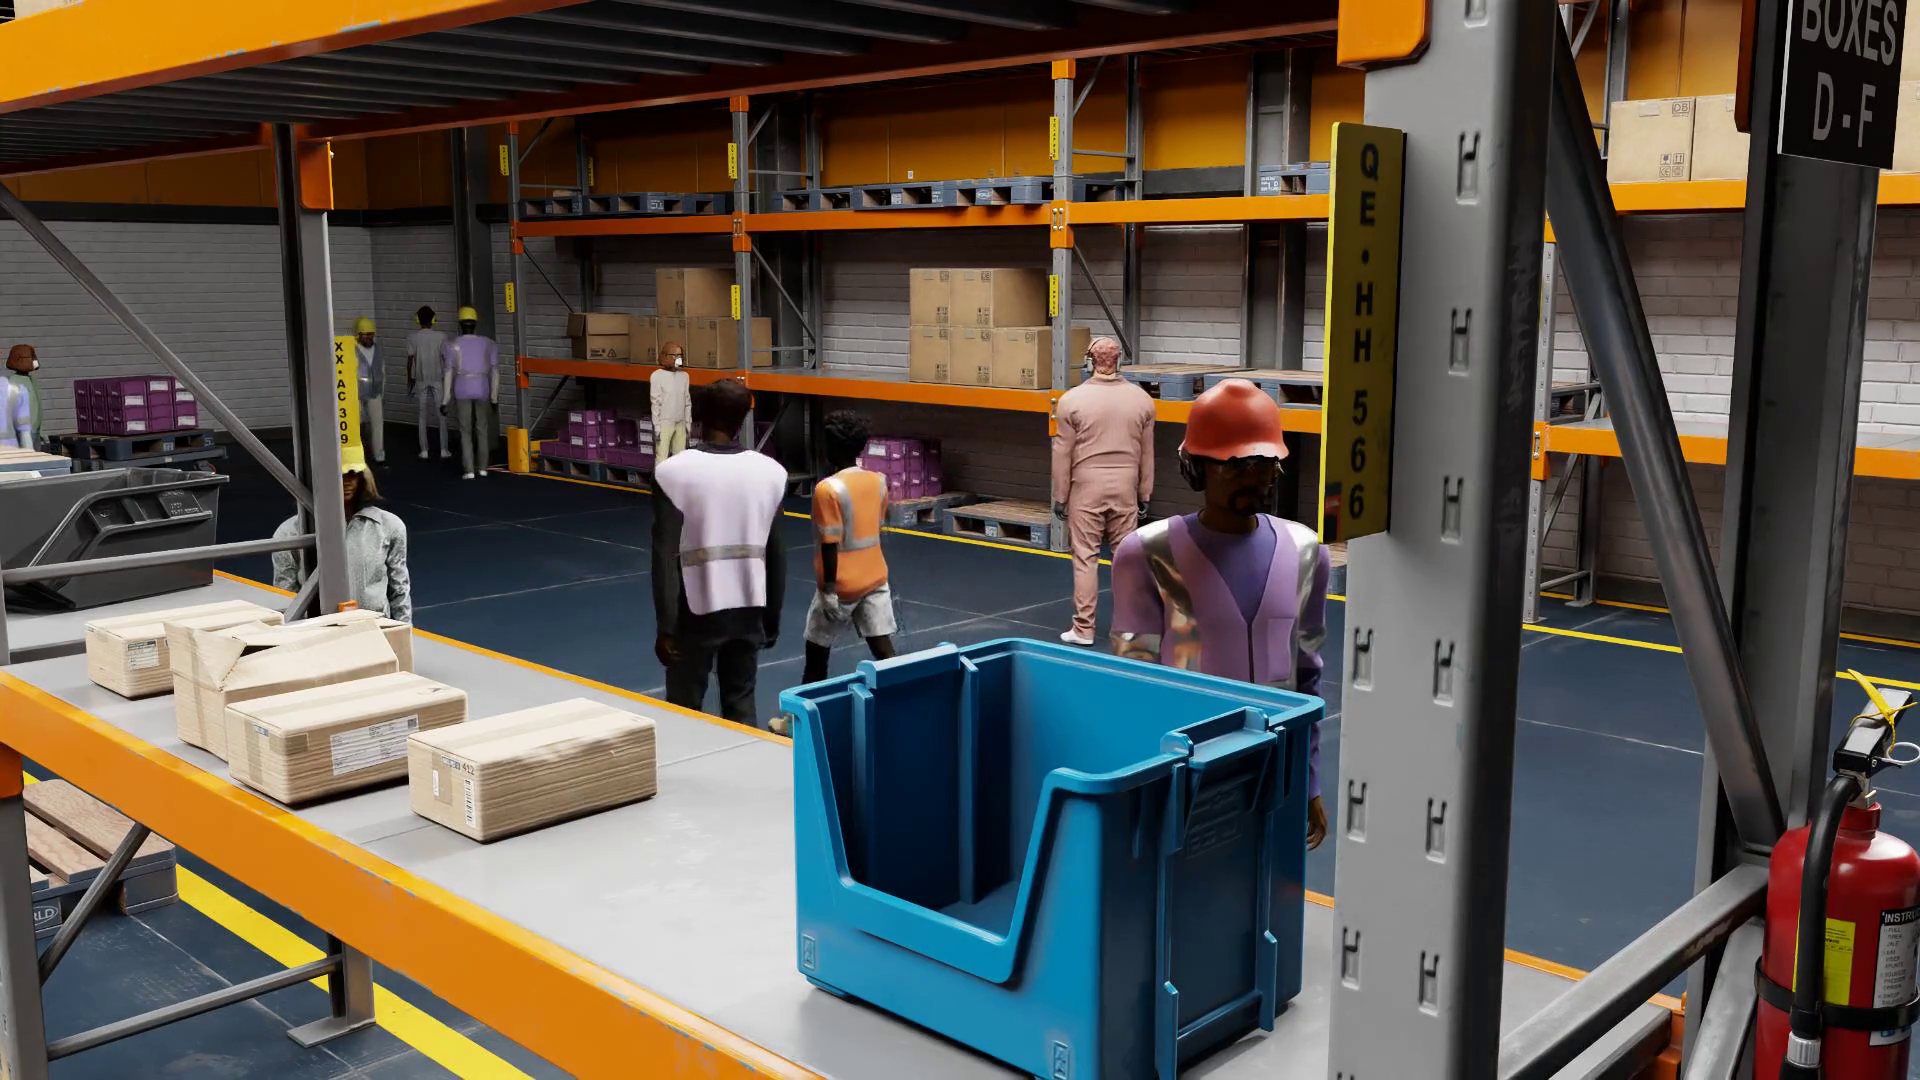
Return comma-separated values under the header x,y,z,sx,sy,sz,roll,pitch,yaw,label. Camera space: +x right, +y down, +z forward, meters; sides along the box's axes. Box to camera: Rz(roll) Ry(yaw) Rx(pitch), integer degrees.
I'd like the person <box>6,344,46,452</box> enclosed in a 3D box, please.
x,y,z,sx,sy,sz,roll,pitch,yaw,label
-8.450,-0.955,15.105,0.280,1.636,0.500,-2,9,-11,person

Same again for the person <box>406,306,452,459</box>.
x,y,z,sx,sy,sz,roll,pitch,yaw,label
-6.498,-1.926,20.350,0.534,1.868,0.309,-3,10,-17,person

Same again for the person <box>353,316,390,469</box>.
x,y,z,sx,sy,sz,roll,pitch,yaw,label
-6.994,-1.719,19.354,0.834,1.788,0.616,8,12,39,person

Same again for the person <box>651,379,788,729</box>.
x,y,z,sx,sy,sz,roll,pitch,yaw,label
-0.959,0.294,6.718,0.629,1.873,0.448,-6,11,-32,person

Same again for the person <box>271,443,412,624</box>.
x,y,z,sx,sy,sz,roll,pitch,yaw,label
-2.268,0.450,6.176,0.487,1.741,0.315,-6,11,-32,person

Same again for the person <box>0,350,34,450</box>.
x,y,z,sx,sy,sz,roll,pitch,yaw,label
-6.698,-0.508,11.496,0.561,1.916,0.581,-7,12,-38,person

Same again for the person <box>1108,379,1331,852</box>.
x,y,z,sx,sy,sz,roll,pitch,yaw,label
0.679,0.610,4.266,0.606,2.044,0.373,-3,10,-19,person

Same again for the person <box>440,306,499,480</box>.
x,y,z,sx,sy,sz,roll,pitch,yaw,label
-5.427,-1.626,18.386,0.616,1.919,0.474,-5,10,-28,person

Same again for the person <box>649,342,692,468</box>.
x,y,z,sx,sy,sz,roll,pitch,yaw,label
-2.755,-1.077,15.890,0.276,1.629,0.498,7,12,37,person

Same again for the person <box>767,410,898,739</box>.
x,y,z,sx,sy,sz,roll,pitch,yaw,label
-0.520,0.200,7.984,0.887,1.649,0.543,6,11,33,person

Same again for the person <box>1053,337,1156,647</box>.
x,y,z,sx,sy,sz,roll,pitch,yaw,label
0.876,-0.296,10.262,0.645,1.901,0.398,-2,10,-15,person
